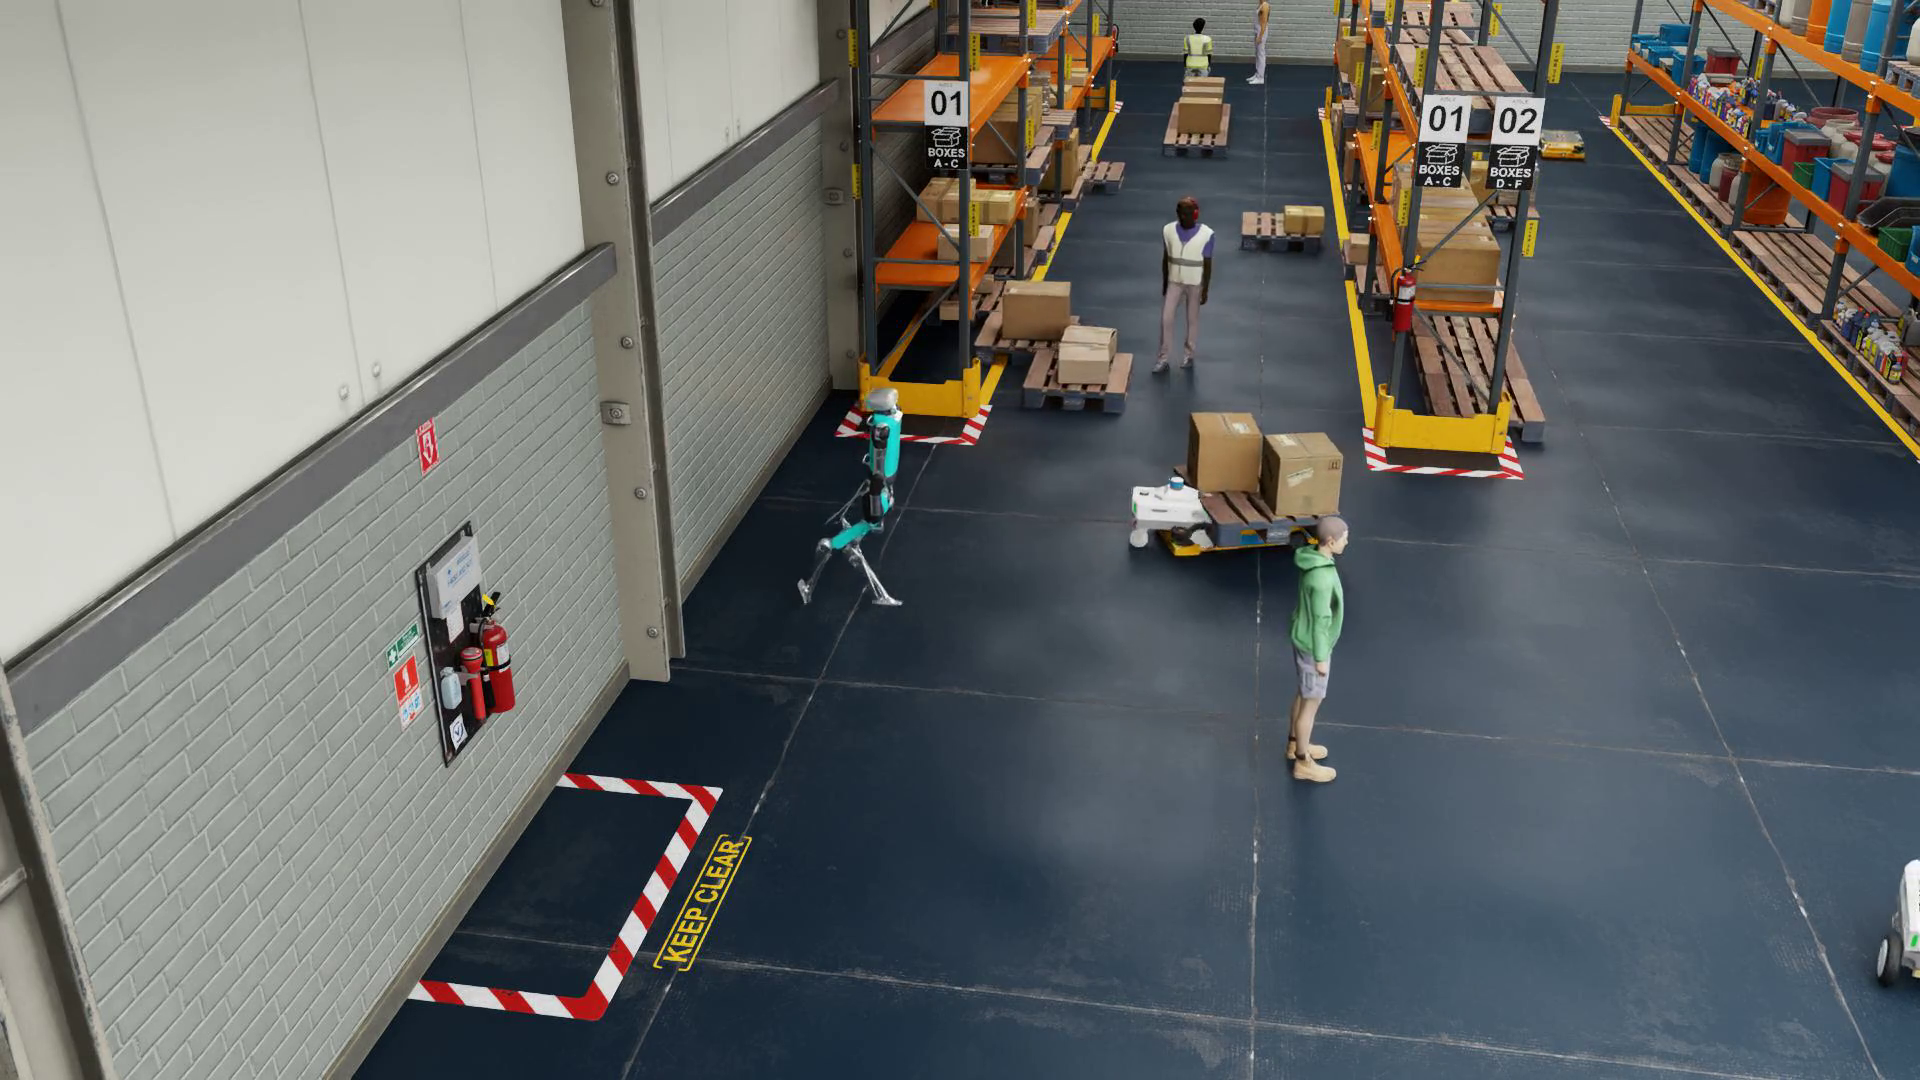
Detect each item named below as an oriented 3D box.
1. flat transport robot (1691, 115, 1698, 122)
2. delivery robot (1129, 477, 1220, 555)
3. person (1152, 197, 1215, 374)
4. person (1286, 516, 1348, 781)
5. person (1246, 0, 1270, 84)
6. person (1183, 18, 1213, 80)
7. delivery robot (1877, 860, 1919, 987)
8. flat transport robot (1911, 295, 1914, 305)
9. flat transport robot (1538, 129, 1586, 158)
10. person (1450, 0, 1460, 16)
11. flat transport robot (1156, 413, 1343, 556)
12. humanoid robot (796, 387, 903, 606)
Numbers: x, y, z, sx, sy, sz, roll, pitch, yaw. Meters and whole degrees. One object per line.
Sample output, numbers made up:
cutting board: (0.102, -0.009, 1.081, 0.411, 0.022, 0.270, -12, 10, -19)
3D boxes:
flat transport robot: (13.618, -7.323, 29.030, 0.659, 0.231, 1.431, -22, 33, -38)
delivery robot: (1.771, -0.207, 13.486, 0.807, 0.613, 0.499, 3, 25, 7)
person: (2.281, -2.589, 17.073, 0.568, 1.819, 0.773, 11, 27, 22)
person: (2.189, 0.658, 10.224, 0.371, 1.731, 0.478, 2, 25, 5)
person: (5.891, -9.966, 32.805, 0.373, 1.863, 0.509, 1, 25, 2)
person: (4.252, -8.484, 29.829, 0.534, 1.696, 0.318, 7, 26, 15)
delivery robot: (5.120, 2.025, 8.677, 0.525, 0.587, 0.750, 11, 27, 22)
flat transport robot: (11.201, -2.284, 18.247, 0.659, 0.231, 1.431, 4, 25, 9)
flat transport robot: (9.830, -6.497, 27.264, 0.659, 0.231, 1.431, 6, 26, 12)
person: (9.353, -9.398, 31.703, 0.322, 1.769, 0.523, -16, 30, -31)
flat transport robot: (2.355, -0.132, 13.639, 1.431, 0.231, 0.659, -4, 25, -9)
humanoid robot: (-0.853, -0.279, 12.280, 0.893, 1.814, 0.550, 4, 25, 8)
